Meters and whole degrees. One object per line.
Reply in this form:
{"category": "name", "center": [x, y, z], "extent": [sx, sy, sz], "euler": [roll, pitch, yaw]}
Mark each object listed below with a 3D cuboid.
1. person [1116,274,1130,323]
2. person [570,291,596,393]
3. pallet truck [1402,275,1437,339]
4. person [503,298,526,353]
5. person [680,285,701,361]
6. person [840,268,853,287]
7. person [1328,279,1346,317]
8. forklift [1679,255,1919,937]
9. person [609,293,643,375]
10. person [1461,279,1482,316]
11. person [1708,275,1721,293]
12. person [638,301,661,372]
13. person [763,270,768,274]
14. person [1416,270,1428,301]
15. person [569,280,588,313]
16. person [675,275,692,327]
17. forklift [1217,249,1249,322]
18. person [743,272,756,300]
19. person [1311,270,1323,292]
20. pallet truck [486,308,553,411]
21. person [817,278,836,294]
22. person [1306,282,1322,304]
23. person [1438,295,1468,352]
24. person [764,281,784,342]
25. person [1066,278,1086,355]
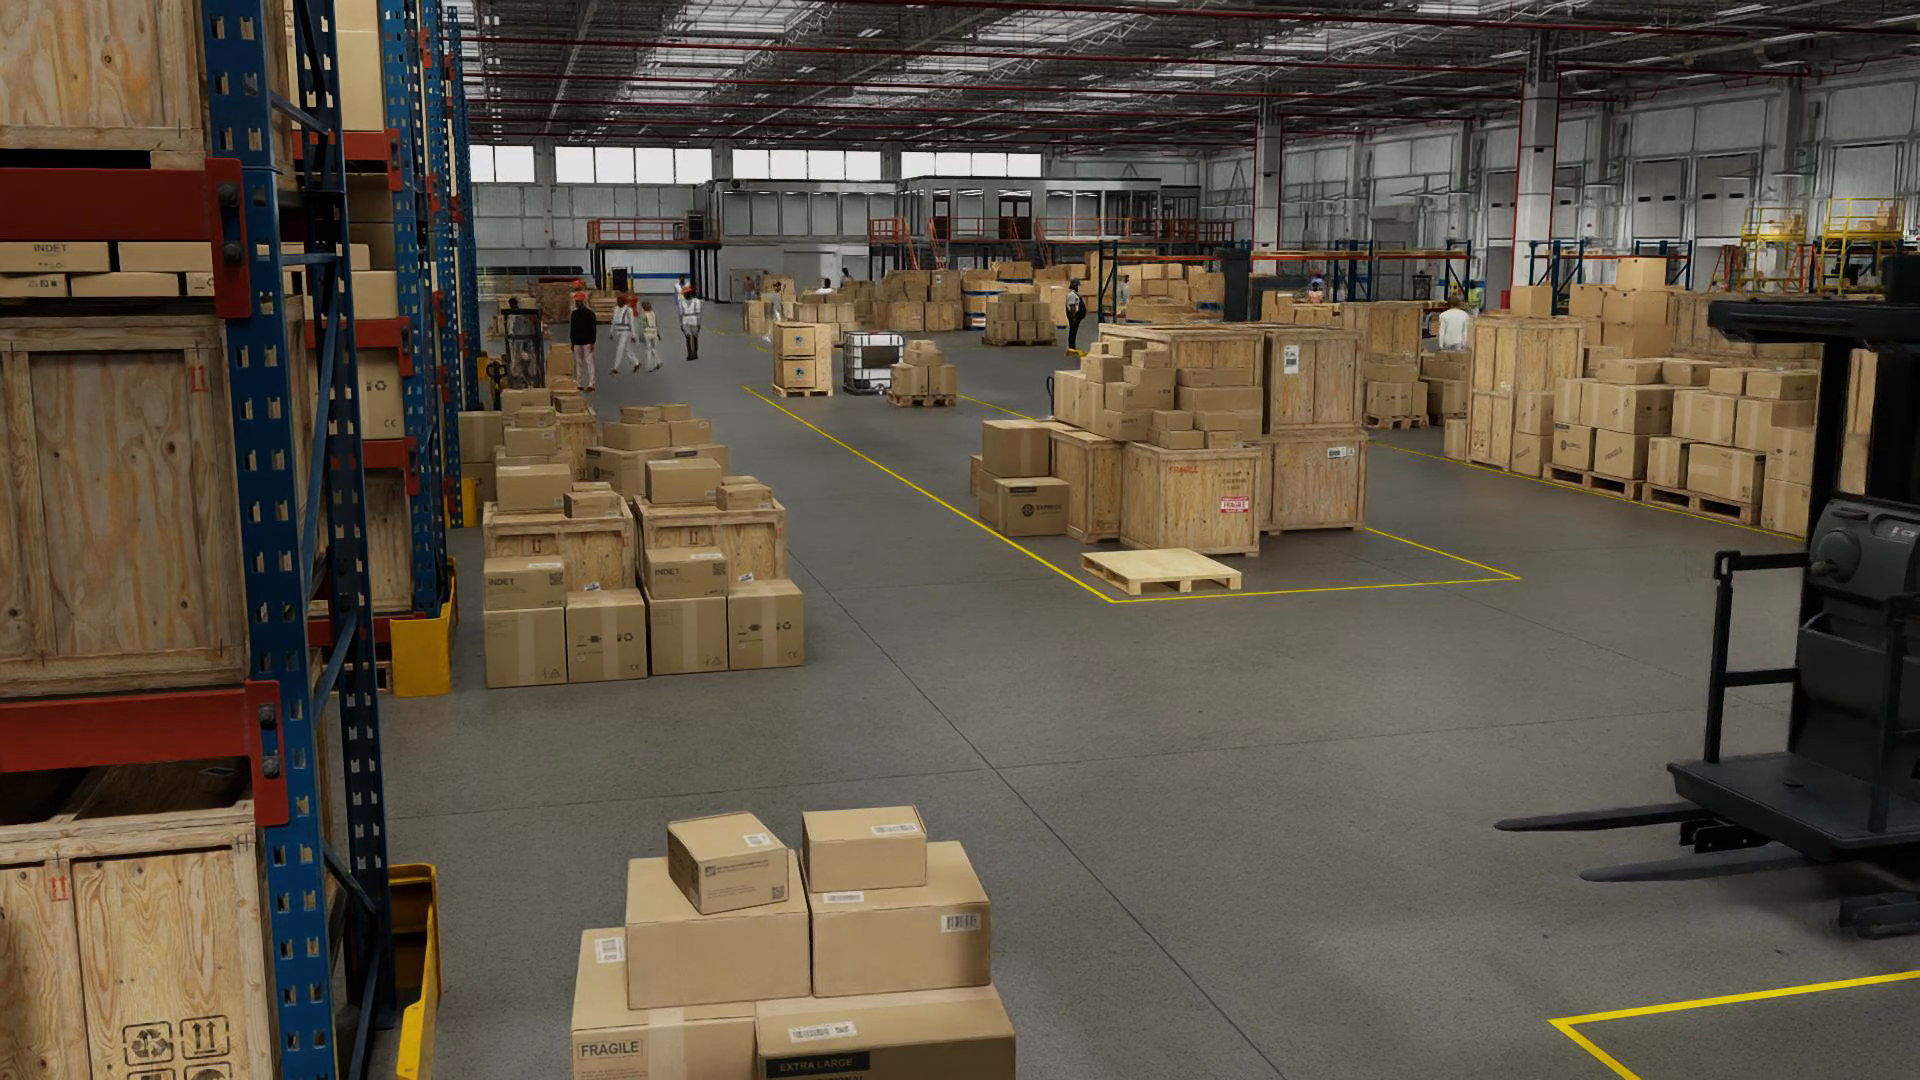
{"category": "person", "center": [6.064, -8.921, 61.610], "extent": [0.578, 1.853, 0.533], "euler": [10, 14, 43]}
{"category": "person", "center": [-7.412, -3.882, 32.664], "extent": [0.613, 1.994, 0.381], "euler": [5, 11, 28]}
{"category": "pallet truck", "center": [14.620, -7.324, 52.145], "extent": [0.823, 1.965, 1.885], "euler": [8, 13, 40]}
{"category": "person", "center": [-10.562, -4.917, 39.475], "extent": [0.538, 1.666, 0.828], "euler": [-1, 10, -7]}
{"category": "person", "center": [-6.805, -5.493, 42.079], "extent": [0.553, 1.890, 0.888], "euler": [0, 10, -1]}
{"category": "person", "center": [-5.044, -11.189, 74.227], "extent": [0.620, 1.922, 0.554], "euler": [-1, 10, -5]}
{"category": "person", "center": [11.335, -6.829, 49.631], "extent": [0.656, 1.887, 1.022], "euler": [-8, 13, -38]}
{"category": "forklift", "center": [4.457, 0.143, 7.362], "extent": [1.873, 2.768, 1.129], "euler": [-3, 10, -15]}
{"category": "person", "center": [-7.548, -4.662, 37.543], "extent": [0.648, 1.843, 0.911], "euler": [8, 13, 39]}
{"category": "person", "center": [16.328, -7.410, 53.119], "extent": [0.656, 1.825, 0.459], "euler": [3, 11, 18]}
{"category": "person", "center": [25.986, -8.176, 57.243], "extent": [0.622, 1.900, 0.607], "euler": [-2, 10, -12]}
{"category": "person", "center": [-7.105, -4.644, 38.002], "extent": [0.379, 1.623, 0.541], "euler": [9, 13, 42]}
{"category": "person", "center": [-8.737, -11.289, 75.184], "extent": [0.984, 1.793, 0.525], "euler": [9, 14, 42]}
{"category": "person", "center": [20.977, -11.380, 75.637], "extent": [0.633, 1.819, 0.734], "euler": [1, 10, 7]}
{"category": "person", "center": [-11.037, -6.578, 48.210], "extent": [0.559, 1.907, 0.920], "euler": [0, 10, 0]}
{"category": "person", "center": [-9.904, -8.565, 59.552], "extent": [0.601, 1.869, 1.029], "euler": [-2, 10, -9]}
{"category": "forklift", "center": [3.960, -2.816, 24.118], "extent": [1.873, 2.768, 1.129], "euler": [2, 10, 12]}
{"category": "person", "center": [-9.321, -10.965, 73.555], "extent": [0.537, 1.715, 0.928], "euler": [1, 10, 3]}
{"category": "person", "center": [14.624, -10.118, 68.237], "extent": [0.552, 1.908, 0.890], "euler": [8, 13, 37]}
{"category": "pallet truck", "center": [-6.242, -2.418, 24.362], "extent": [0.823, 1.965, 1.885], "euler": [1, 10, 3]}
{"category": "person", "center": [-4.039, -7.034, 50.759], "extent": [0.632, 1.900, 0.554], "euler": [4, 11, 22]}
{"category": "person", "center": [11.782, -7.732, 55.326], "extent": [0.528, 1.695, 0.319], "euler": [1, 10, 7]}
{"category": "person", "center": [9.758, -3.888, 32.913], "extent": [0.636, 1.918, 0.836], "euler": [-2, 10, -9]}
{"category": "person", "center": [-5.507, -6.813, 49.742], "extent": [0.941, 1.832, 0.530], "euler": [4, 11, 22]}
{"category": "person", "center": [3.090, -5.951, 44.249], "extent": [0.538, 2.000, 0.690], "euler": [1, 10, 3]}
